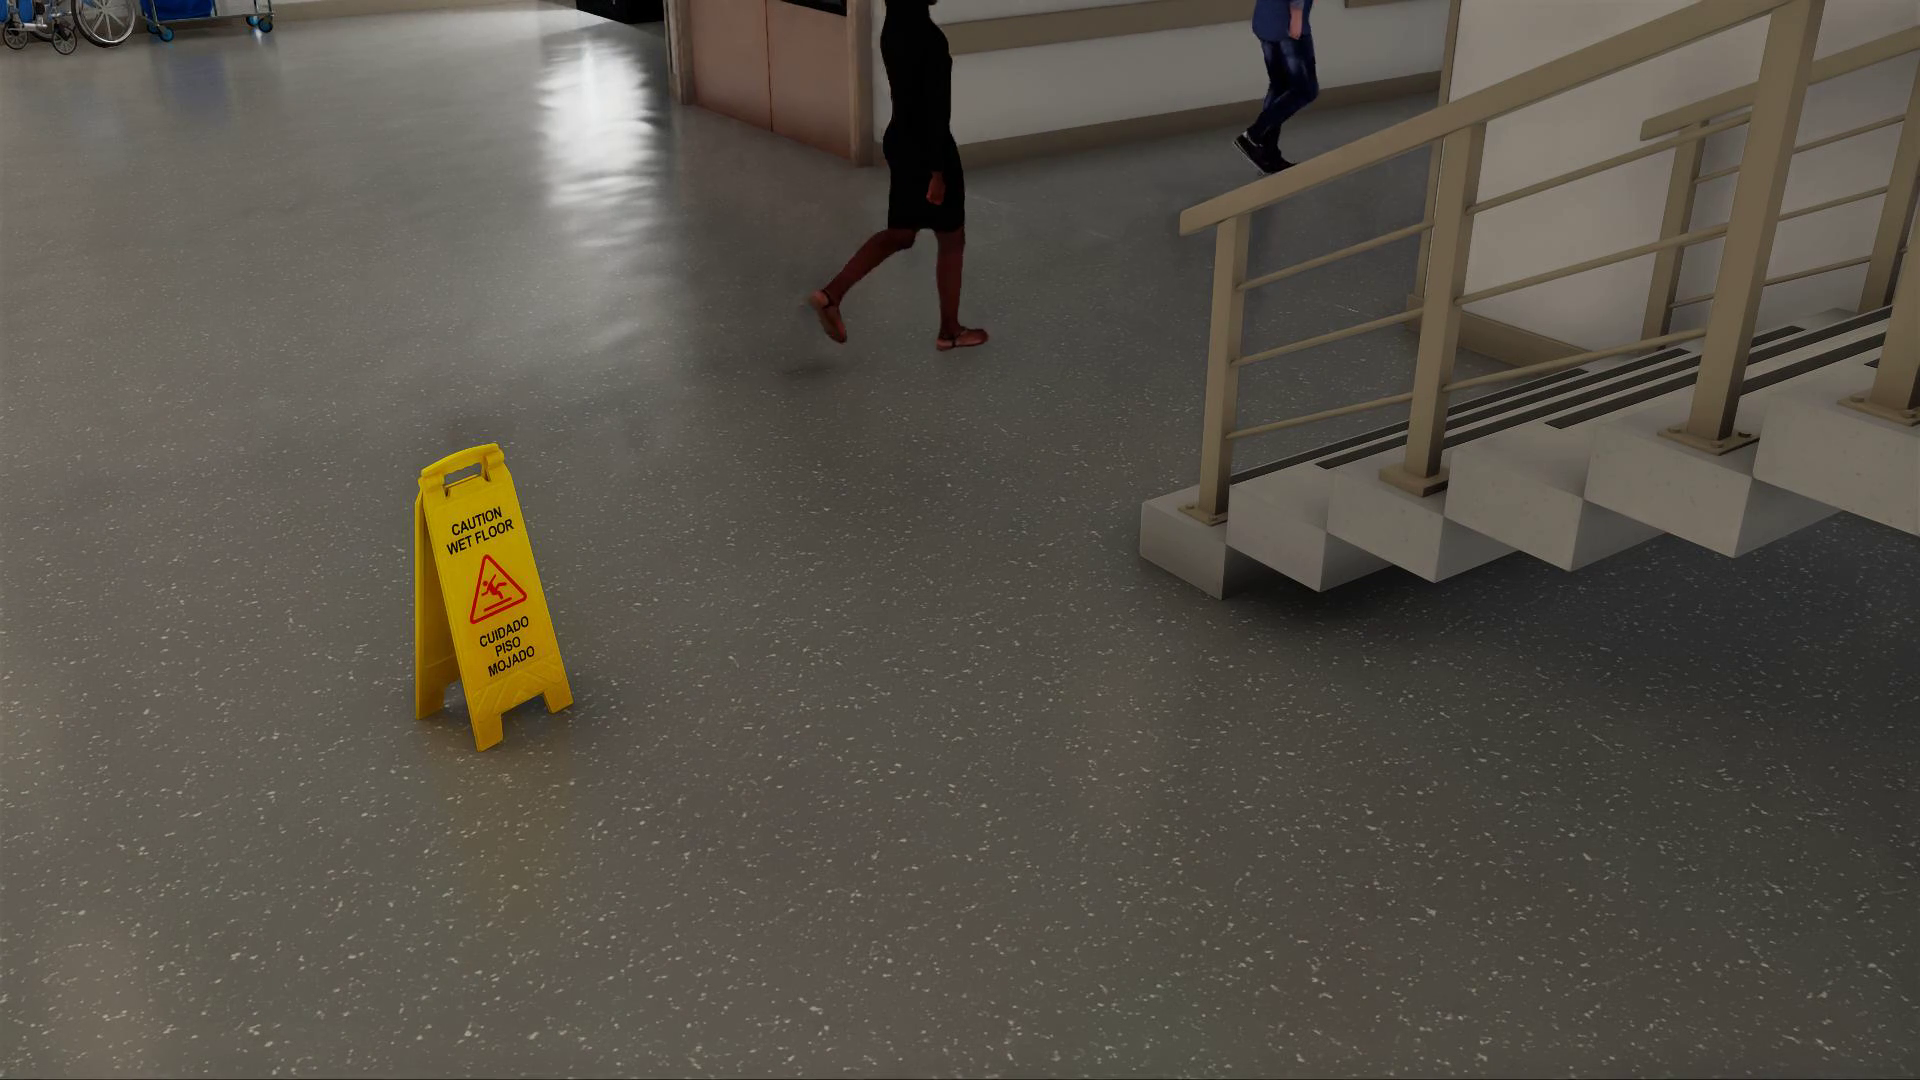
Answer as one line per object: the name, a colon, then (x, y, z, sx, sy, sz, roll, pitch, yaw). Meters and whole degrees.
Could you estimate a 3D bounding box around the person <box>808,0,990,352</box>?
person: (-0.245, -1.571, 6.982, 0.789, 1.700, 1.027, -11, 28, -22)

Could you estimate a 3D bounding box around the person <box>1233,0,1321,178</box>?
person: (1.872, -3.051, 9.920, 0.918, 1.813, 0.831, -5, 26, -11)
